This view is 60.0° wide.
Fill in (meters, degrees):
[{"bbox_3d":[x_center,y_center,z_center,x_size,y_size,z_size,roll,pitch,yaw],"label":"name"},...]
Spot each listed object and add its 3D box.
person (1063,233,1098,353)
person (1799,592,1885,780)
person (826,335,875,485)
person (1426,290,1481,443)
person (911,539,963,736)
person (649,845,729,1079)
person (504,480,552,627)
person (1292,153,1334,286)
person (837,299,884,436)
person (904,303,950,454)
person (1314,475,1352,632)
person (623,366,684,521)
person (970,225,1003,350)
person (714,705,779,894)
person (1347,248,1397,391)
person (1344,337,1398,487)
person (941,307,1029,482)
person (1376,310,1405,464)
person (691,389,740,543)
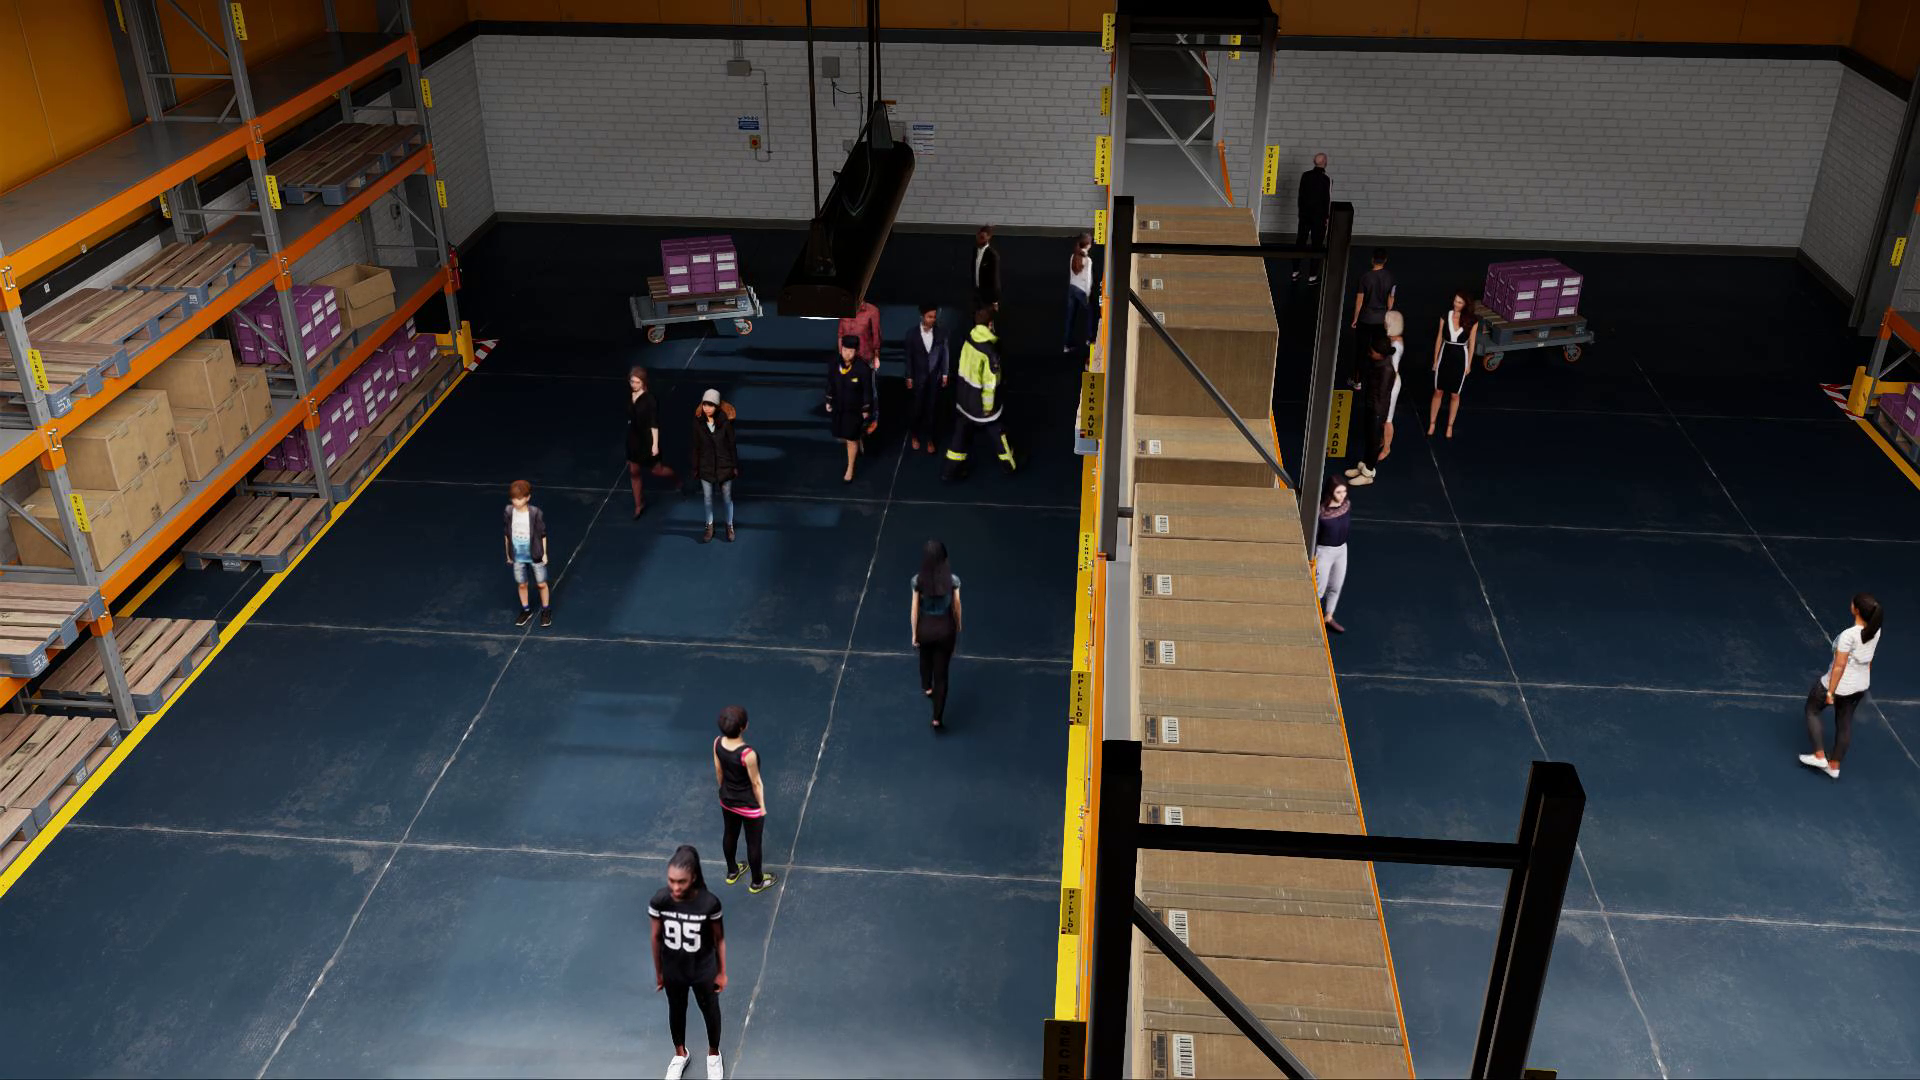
[{"bbox_3d":[1.461,-3.096,21.007,0.844,1.533,0.949,22,36,35],"label":"person"},{"bbox_3d":[7.008,1.181,13.061,0.662,1.635,0.688,-8,30,-14],"label":"person"},{"bbox_3d":[-1.146,-1.437,17.835,0.882,1.660,0.968,15,32,25],"label":"person"},{"bbox_3d":[5.521,-1.966,18.662,0.635,1.795,0.602,12,31,21],"label":"person"},{"bbox_3d":[-0.189,0.827,13.627,0.578,1.714,0.894,1,29,3],"label":"person"},{"bbox_3d":[-1.665,2.639,10.291,0.600,1.728,0.559,1,29,3],"label":"person"},{"bbox_3d":[-3.956,0.112,15.218,0.535,1.446,0.513,1,29,2],"label":"person"},{"bbox_3d":[4.932,-4.503,23.274,0.760,1.834,0.785,23,36,35],"label":"person"},{"bbox_3d":[-1.139,-2.101,18.874,0.754,1.831,0.674,12,31,21],"label":"person"},{"bbox_3d":[-0.349,-1.840,18.513,0.733,1.717,0.738,-3,29,-5],"label":"person"},{"bbox_3d":[3.329,0.145,14.992,0.679,1.603,0.710,-17,33,-29],"label":"person"},{"bbox_3d":[-3.172,-1.031,17.063,0.828,1.685,1.009,17,33,28],"label":"person"},{"bbox_3d":[0.334,-3.059,20.693,0.939,1.769,0.850,-12,31,-20],"label":"person"},{"bbox_3d":[-1.575,1.842,11.935,0.615,1.553,0.634,17,33,28],"label":"person"},{"bbox_3d":[4.950,-2.652,19.953,0.674,1.764,0.603,-2,29,-4],"label":"person"},{"bbox_3d":[4.454,-1.387,17.742,0.662,1.661,0.593,15,32,26],"label":"person"},{"bbox_3d":[0.115,-1.495,17.664,1.298,1.924,1.295,-16,33,-27],"label":"person"},{"bbox_3d":[4.690,-1.688,18.201,0.624,1.749,0.441,3,29,6],"label":"person"},{"bbox_3d":[-2.437,-0.757,16.613,0.664,1.635,0.639,-2,29,-3],"label":"person"}]
